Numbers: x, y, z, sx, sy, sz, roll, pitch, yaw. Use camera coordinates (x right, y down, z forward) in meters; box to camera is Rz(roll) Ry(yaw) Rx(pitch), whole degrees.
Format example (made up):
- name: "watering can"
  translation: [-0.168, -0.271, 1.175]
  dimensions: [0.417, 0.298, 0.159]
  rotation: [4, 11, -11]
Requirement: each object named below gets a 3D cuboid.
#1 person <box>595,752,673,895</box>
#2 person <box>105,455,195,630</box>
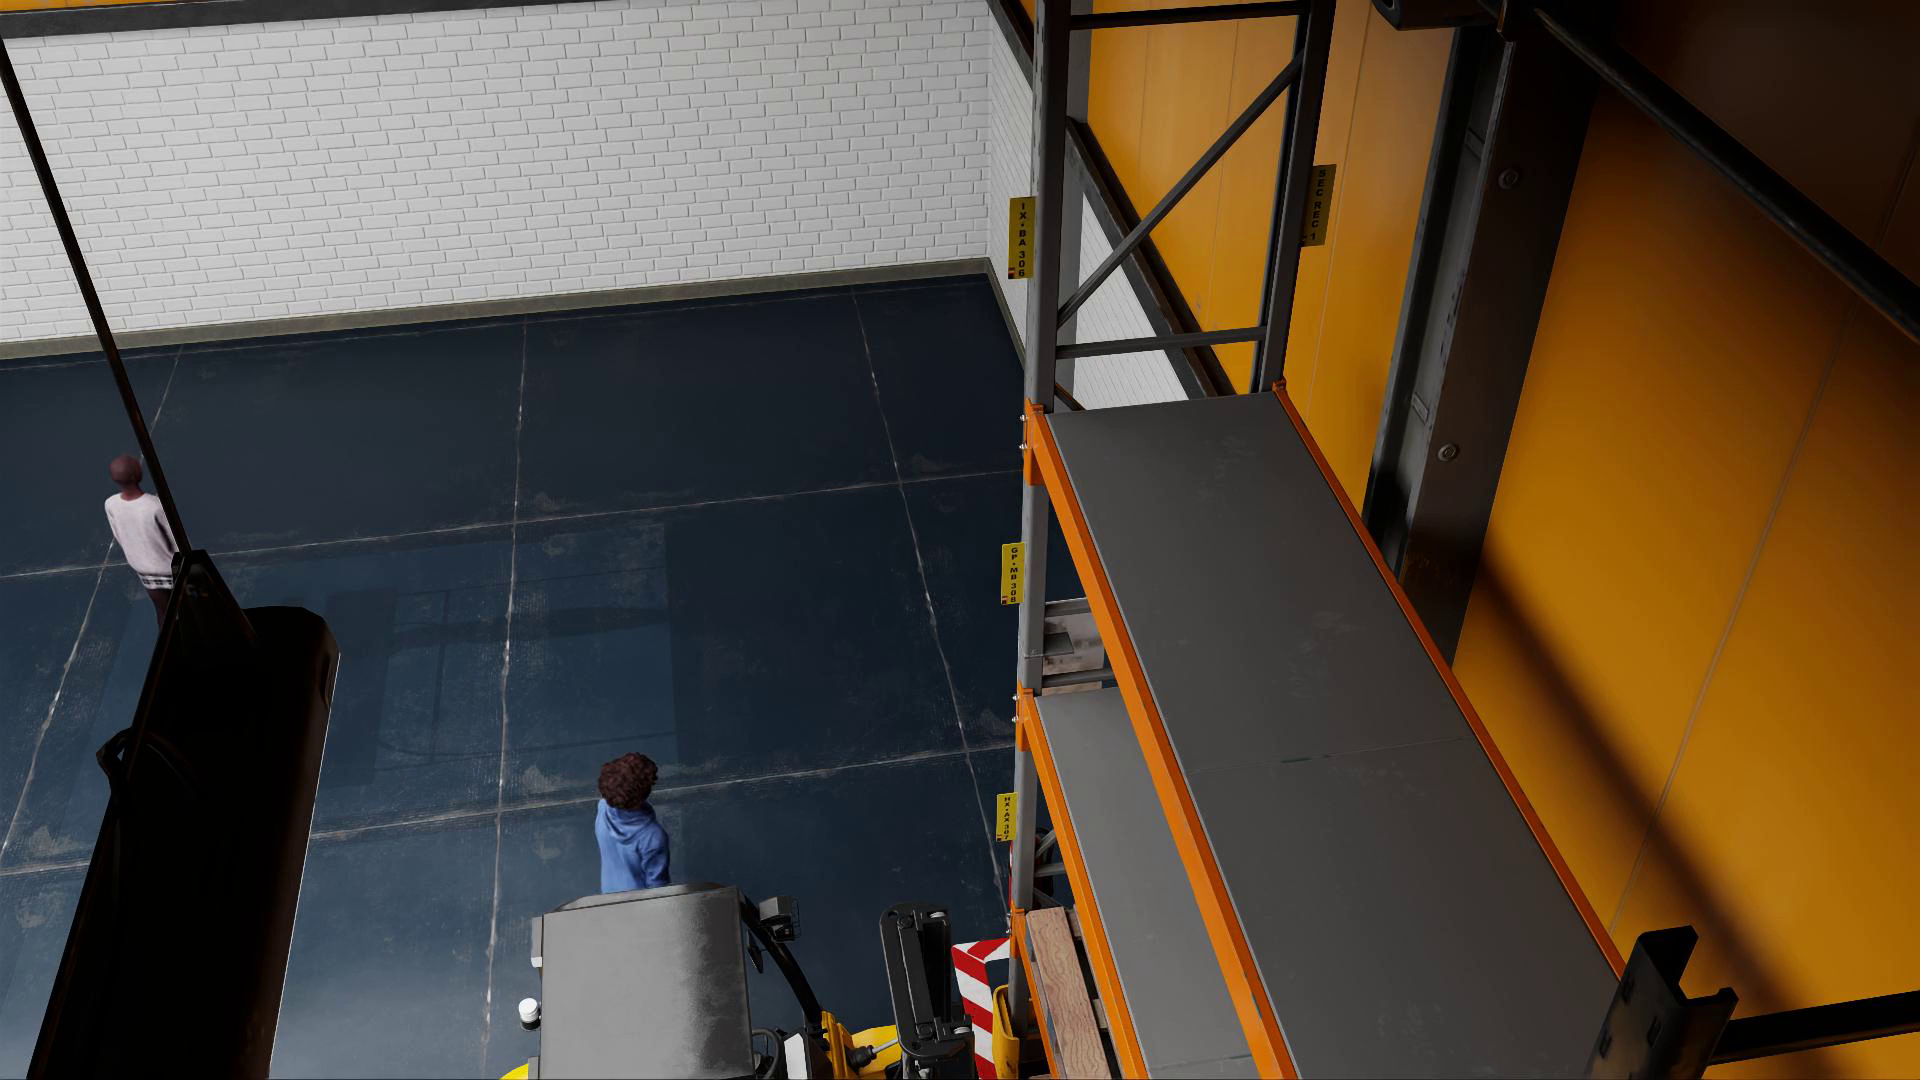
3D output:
- name: "person"
  translation: [-1.784, 1.889, 8.854]
  dimensions: [1.150, 1.771, 1.195]
  rotation: [25, 45, 28]
- name: "person"
  translation: [-5.278, 0.173, 11.002]
  dimensions: [0.668, 1.772, 0.614]
  rotation: [3, 39, 3]
